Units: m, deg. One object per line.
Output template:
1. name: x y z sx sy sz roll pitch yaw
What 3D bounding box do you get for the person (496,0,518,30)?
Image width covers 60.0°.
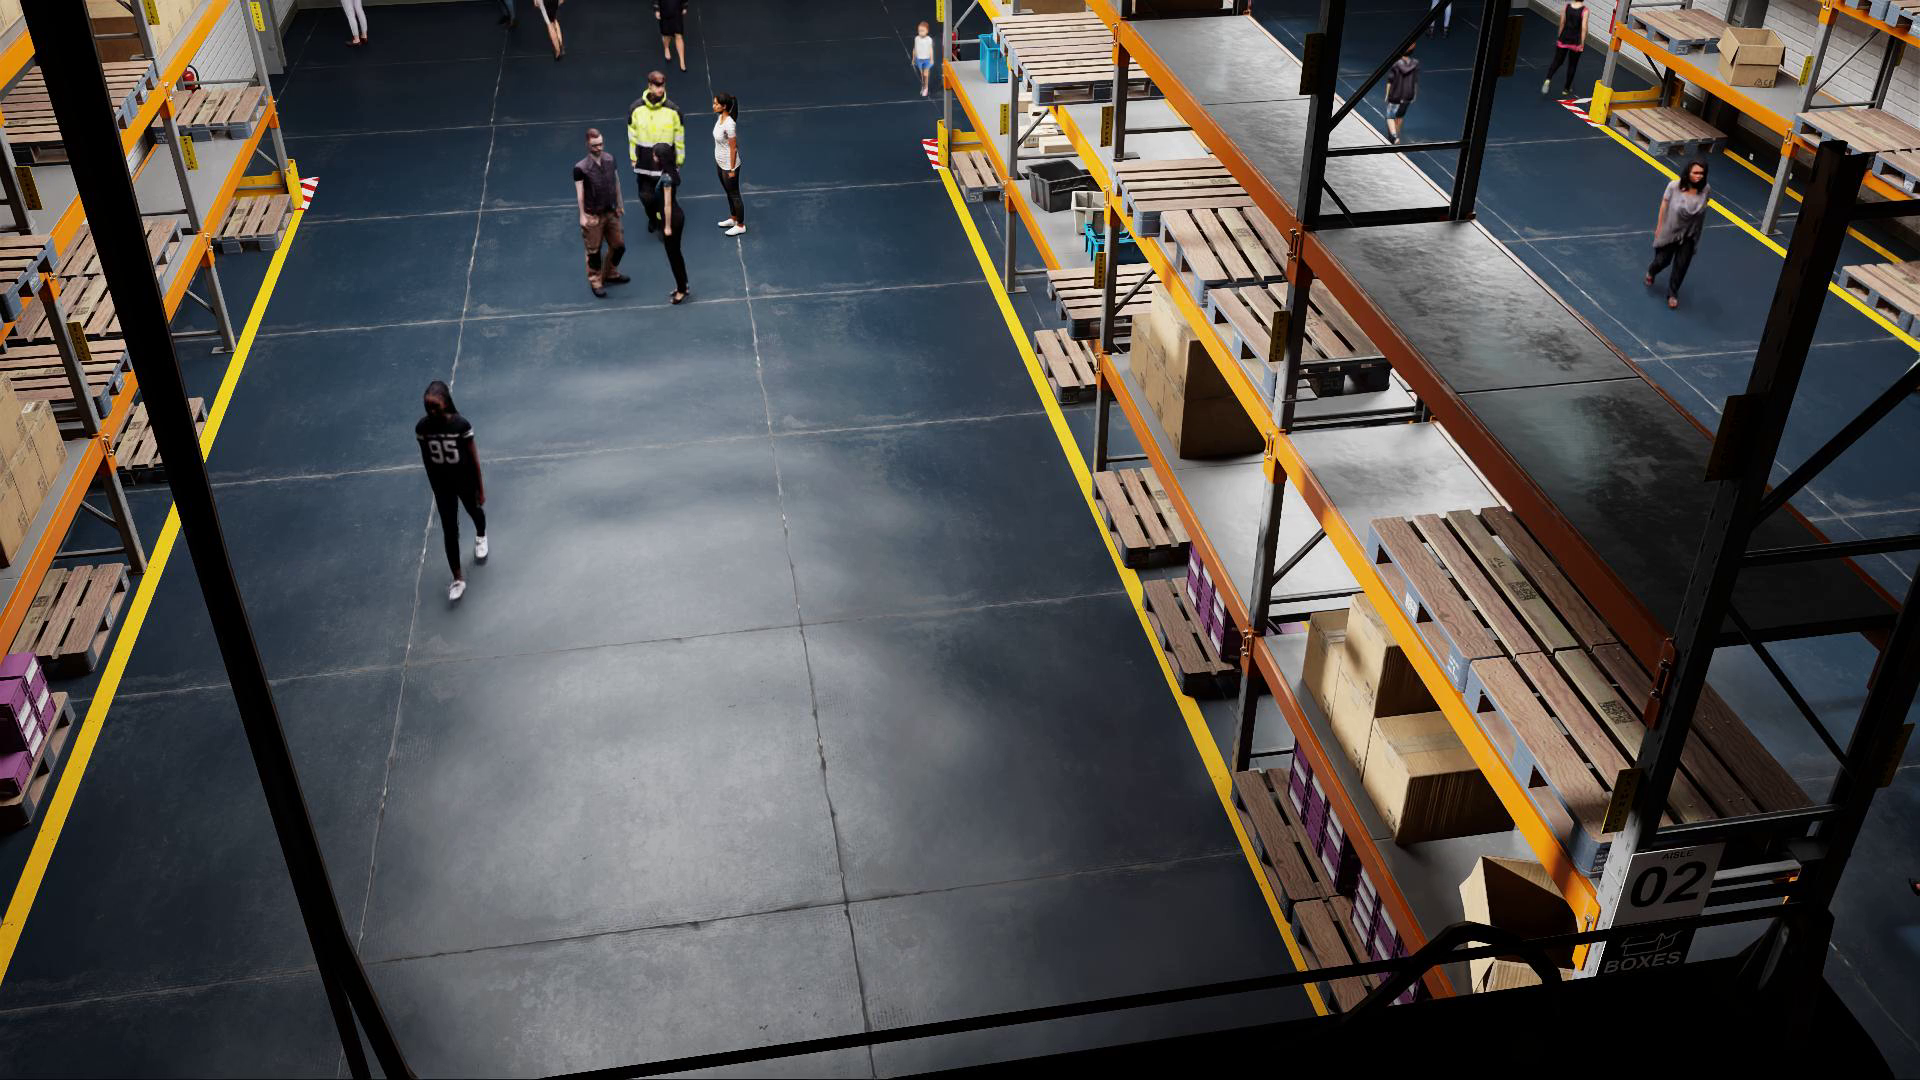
1. person: -7.074 -8.716 25.677 0.836 1.606 0.746 -19 38 -26

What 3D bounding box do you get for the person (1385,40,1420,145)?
1. person: 5.624 -5.646 21.218 0.583 1.429 0.859 -2 34 -3

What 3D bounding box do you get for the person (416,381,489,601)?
1. person: -3.969 -0.478 13.210 0.701 1.688 1.174 -2 34 -3

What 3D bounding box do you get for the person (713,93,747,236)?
1. person: -2.644 -4.311 19.014 0.675 1.646 0.532 -13 36 -19

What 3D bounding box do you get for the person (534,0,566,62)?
1. person: -5.926 -7.830 24.177 0.770 1.790 0.722 28 43 35

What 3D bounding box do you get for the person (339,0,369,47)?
1. person: -9.206 -8.264 24.995 0.743 1.608 0.638 13 36 18

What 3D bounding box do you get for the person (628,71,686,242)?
1. person: -3.423 -4.365 18.819 0.798 1.952 0.749 -3 34 -4

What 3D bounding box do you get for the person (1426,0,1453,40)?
1. person: 7.368 -8.519 25.277 0.658 1.721 0.644 7 34 10

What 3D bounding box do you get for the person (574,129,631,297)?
1. person: -3.819 -3.486 17.604 0.831 1.833 0.823 28 43 36

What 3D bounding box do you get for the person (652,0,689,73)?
1. person: -4.206 -7.642 24.040 0.824 1.629 1.131 -12 35 -17

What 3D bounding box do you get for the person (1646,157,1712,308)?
1. person: 7.577 -3.291 17.531 0.779 1.590 0.928 5 34 7

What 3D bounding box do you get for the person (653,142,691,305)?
1. person: -3.019 -3.333 17.466 0.635 1.730 0.446 -3 34 -4

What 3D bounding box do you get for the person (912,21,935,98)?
1. person: -0.482 -6.758 23.270 0.553 1.010 0.618 17 37 24

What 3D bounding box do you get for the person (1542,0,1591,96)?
1. person: 8.409 -6.888 22.989 0.894 1.538 0.899 -28 43 -36
